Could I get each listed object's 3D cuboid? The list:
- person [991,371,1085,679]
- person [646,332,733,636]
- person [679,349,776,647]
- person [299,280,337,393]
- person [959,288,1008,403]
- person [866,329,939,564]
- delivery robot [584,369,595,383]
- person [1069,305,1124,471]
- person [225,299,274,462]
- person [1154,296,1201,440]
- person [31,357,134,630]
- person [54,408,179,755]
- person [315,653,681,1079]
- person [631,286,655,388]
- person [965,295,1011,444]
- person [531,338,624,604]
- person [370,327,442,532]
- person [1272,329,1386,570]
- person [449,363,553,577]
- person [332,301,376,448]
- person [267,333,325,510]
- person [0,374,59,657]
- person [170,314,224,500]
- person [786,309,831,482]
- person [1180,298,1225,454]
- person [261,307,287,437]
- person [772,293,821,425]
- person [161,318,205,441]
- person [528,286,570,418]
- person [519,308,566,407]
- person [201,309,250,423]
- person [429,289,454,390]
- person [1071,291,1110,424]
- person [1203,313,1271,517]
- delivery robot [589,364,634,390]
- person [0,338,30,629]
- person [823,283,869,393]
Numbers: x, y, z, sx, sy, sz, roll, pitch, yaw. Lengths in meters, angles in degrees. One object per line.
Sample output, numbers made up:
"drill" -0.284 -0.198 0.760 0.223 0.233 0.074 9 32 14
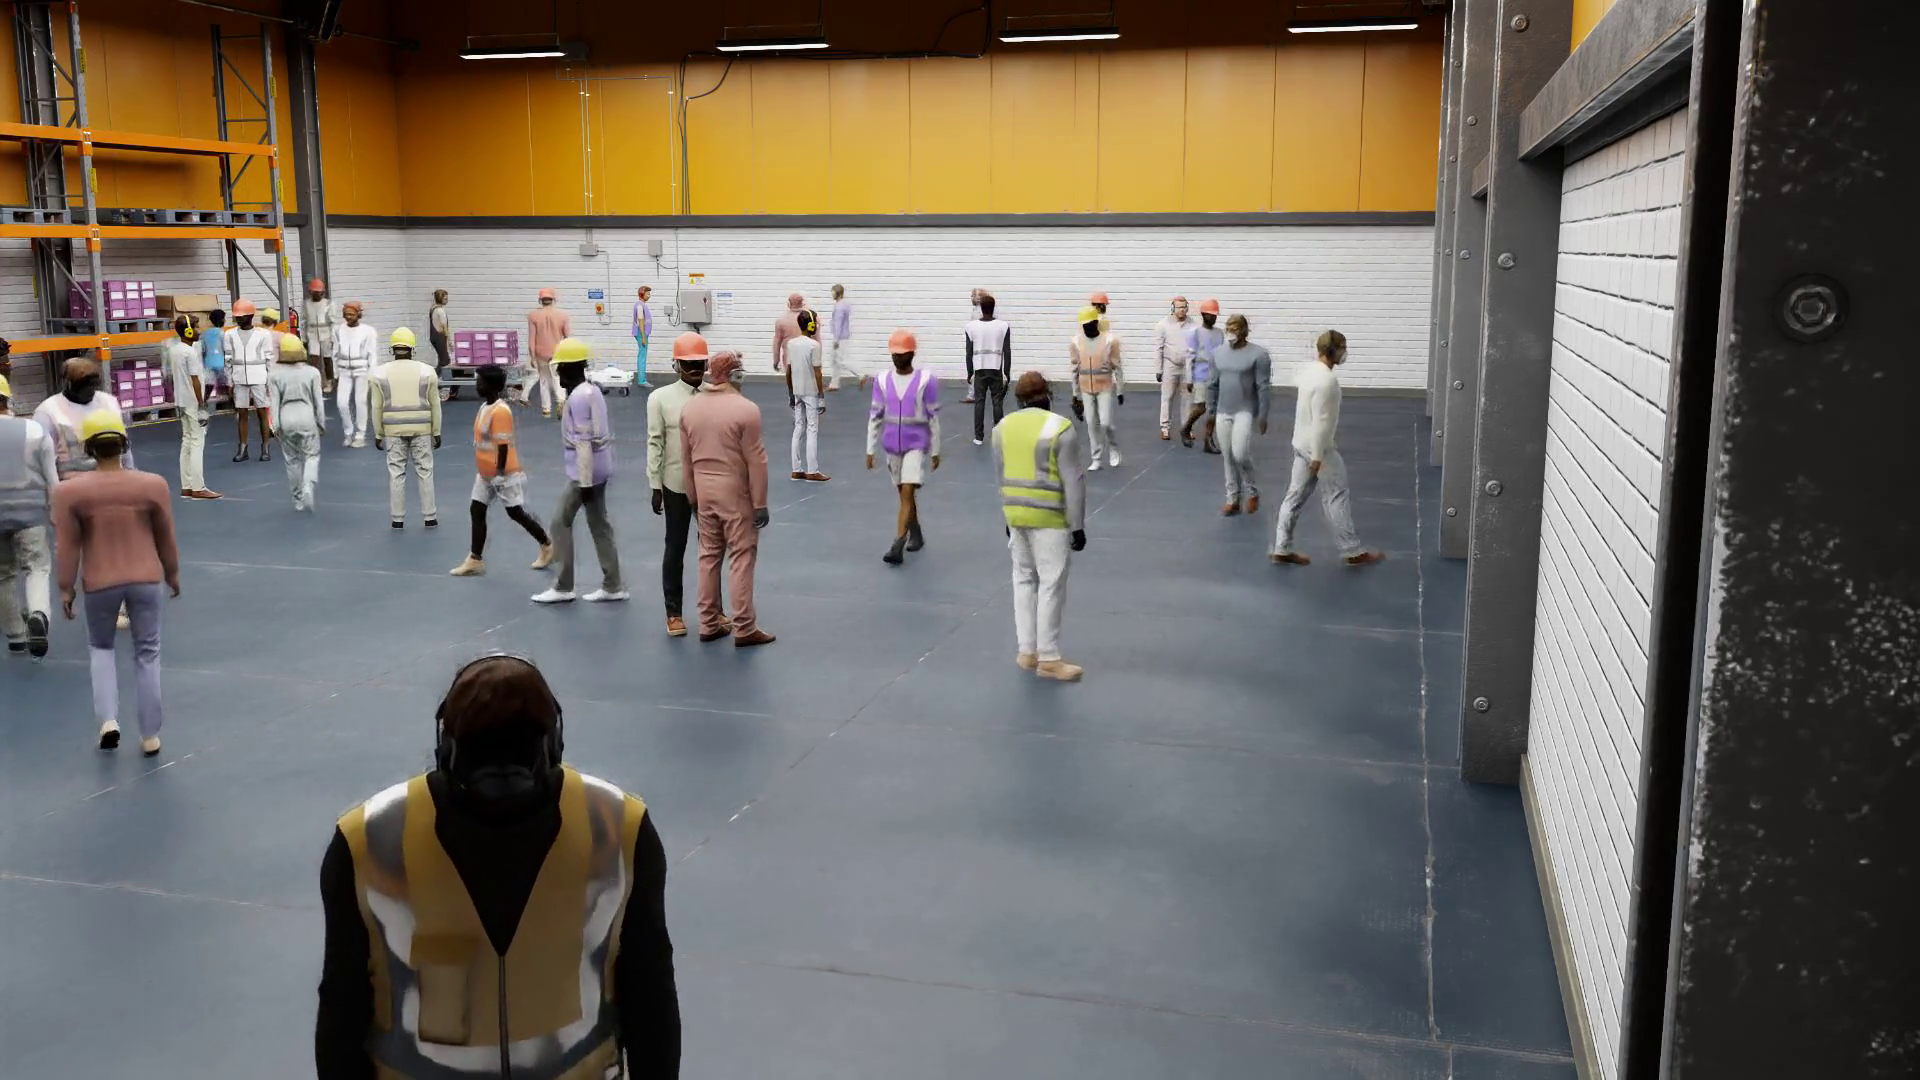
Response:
"person" 0.516 -0.097 9.983 0.432 1.812 0.751 -10 14 -43
"person" -1.759 -0.373 10.992 0.622 1.994 0.381 -6 12 -30
"person" -1.473 -0.272 10.674 0.651 1.904 0.403 6 12 32
"person" -11.037 -3.485 28.652 0.610 1.983 1.025 -2 10 -14
"person" 0.369 -3.156 27.033 0.720 1.886 0.660 3 11 18
"person" -0.466 -0.779 13.619 0.567 1.883 1.015 3 11 18
"delivery robot" -6.608 -2.811 28.606 0.707 0.478 0.477 6 11 30
"person" 1.536 -1.714 18.876 0.599 1.892 0.584 5 11 25
"person" -8.436 -1.890 19.760 0.545 1.933 0.376 -1 10 -7
"person" 2.890 -2.266 21.989 0.644 1.903 0.401 -2 10 -10
"person" -5.813 -0.314 11.142 0.596 1.827 0.717 5 11 26
"person" -4.207 0.219 8.335 0.541 1.749 0.411 -5 11 -26
"person" -0.835 1.109 3.078 0.661 1.823 0.559 -3 11 -18
"person" -5.757 -3.678 30.152 0.390 1.839 0.564 -2 10 -10
"person" 0.364 -2.187 21.472 0.593 1.922 0.392 1 10 3
"person" -2.775 -0.475 11.830 0.769 1.897 0.628 0 10 -1
"person" -4.959 -0.989 14.938 0.598 1.832 0.404 -3 11 -18
"person" 2.951 -0.708 13.178 0.960 1.898 0.655 -1 10 -3
"person" -3.548 -0.554 12.964 0.844 1.664 0.537 -6 12 -32
"person" -7.660 -2.084 21.033 0.597 1.865 0.489 0 10 0
"person" -6.367 -1.120 15.968 0.494 1.726 0.641 -3 10 -17
"person" -5.814 -0.133 10.169 0.601 1.806 0.686 -6 12 -29
"person" -7.763 -1.342 16.835 0.532 1.870 0.316 9 13 41
"person" -1.663 -1.566 18.104 0.532 1.868 0.310 9 13 40
"person" 3.033 -2.023 20.542 0.553 1.920 0.533 -6 11 -29
"person" -9.303 -2.266 22.451 0.540 1.743 0.815 0 10 1
"person" -2.375 -2.604 23.937 0.680 1.876 0.813 -3 11 -19
"person" -10.213 -2.104 21.865 0.516 1.621 0.381 0 10 1
"person" -6.056 -2.761 24.614 0.628 1.969 0.853 -3 11 -19
"person" -6.620 -2.889 26.375 0.865 1.593 0.511 1 10 4
"person" -10.804 -2.525 24.171 0.534 1.649 0.897 3 11 18
"person" -8.907 -3.395 28.588 0.398 1.820 0.522 -6 12 -30
"person" 1.890 -2.587 23.755 0.649 1.916 0.564 -5 11 -27
"person" 2.594 -1.167 15.687 0.626 1.925 0.434 9 13 41
"delivery robot" -5.929 -2.760 28.317 0.707 0.478 0.477 1 10 3
"person" -6.451 -0.391 11.174 0.367 1.966 0.606 -7 12 -35
"person" -2.013 -3.494 28.894 0.760 1.915 0.634 -1 10 -4
